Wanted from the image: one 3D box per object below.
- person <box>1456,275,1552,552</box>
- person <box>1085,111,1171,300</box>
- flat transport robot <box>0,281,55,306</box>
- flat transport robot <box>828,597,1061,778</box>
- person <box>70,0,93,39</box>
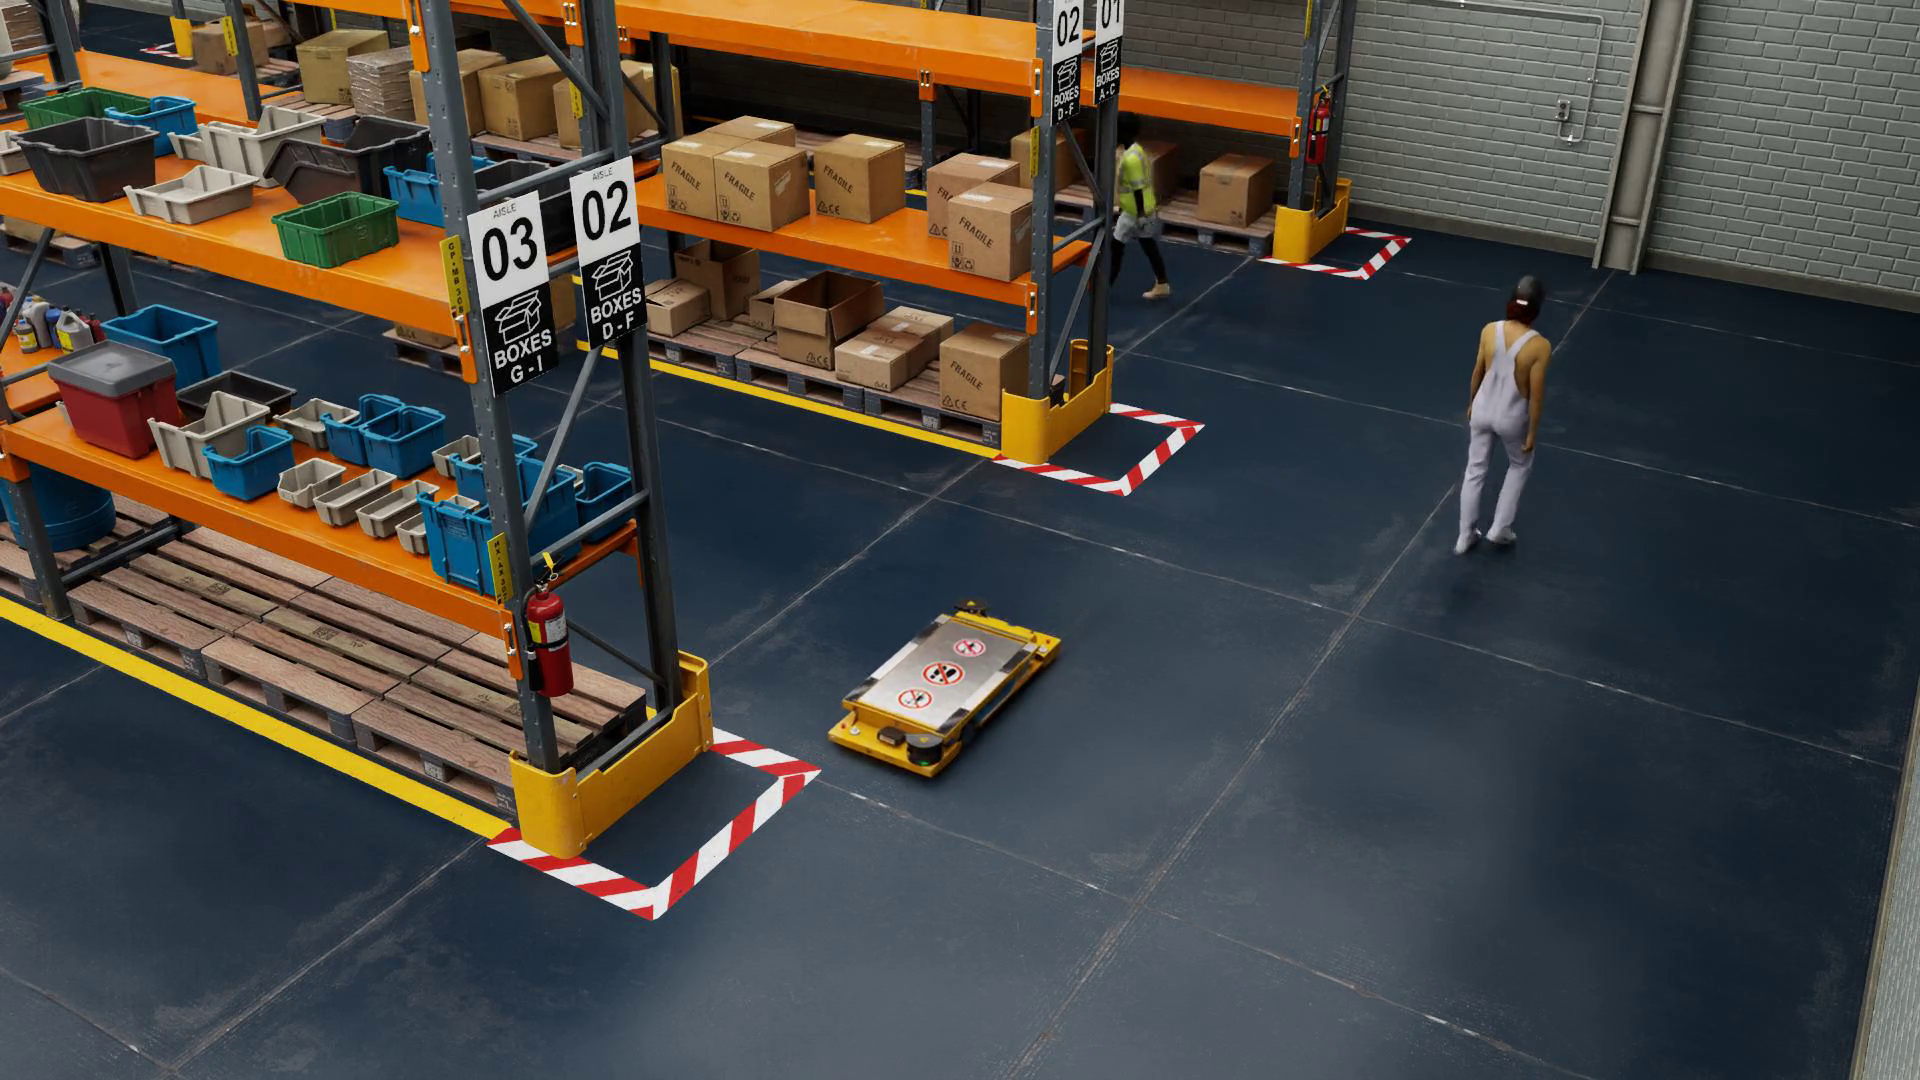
[{"bbox_3d":[3.405,-0.781,10.422,0.526,1.846,0.537,21,35,32],"label":"person"},{"bbox_3d":[1.472,-2.853,14.321,0.851,1.649,0.551,6,30,10],"label":"person"},{"bbox_3d":[-8.345,-1.965,14.159,1.431,0.231,0.659,19,34,30],"label":"flat transport robot"},{"bbox_3d":[-0.058,0.790,9.216,0.659,0.231,1.431,16,33,27],"label":"flat transport robot"},{"bbox_3d":[-11.172,-6.568,20.825,0.631,1.814,0.596,23,37,35],"label":"person"}]
